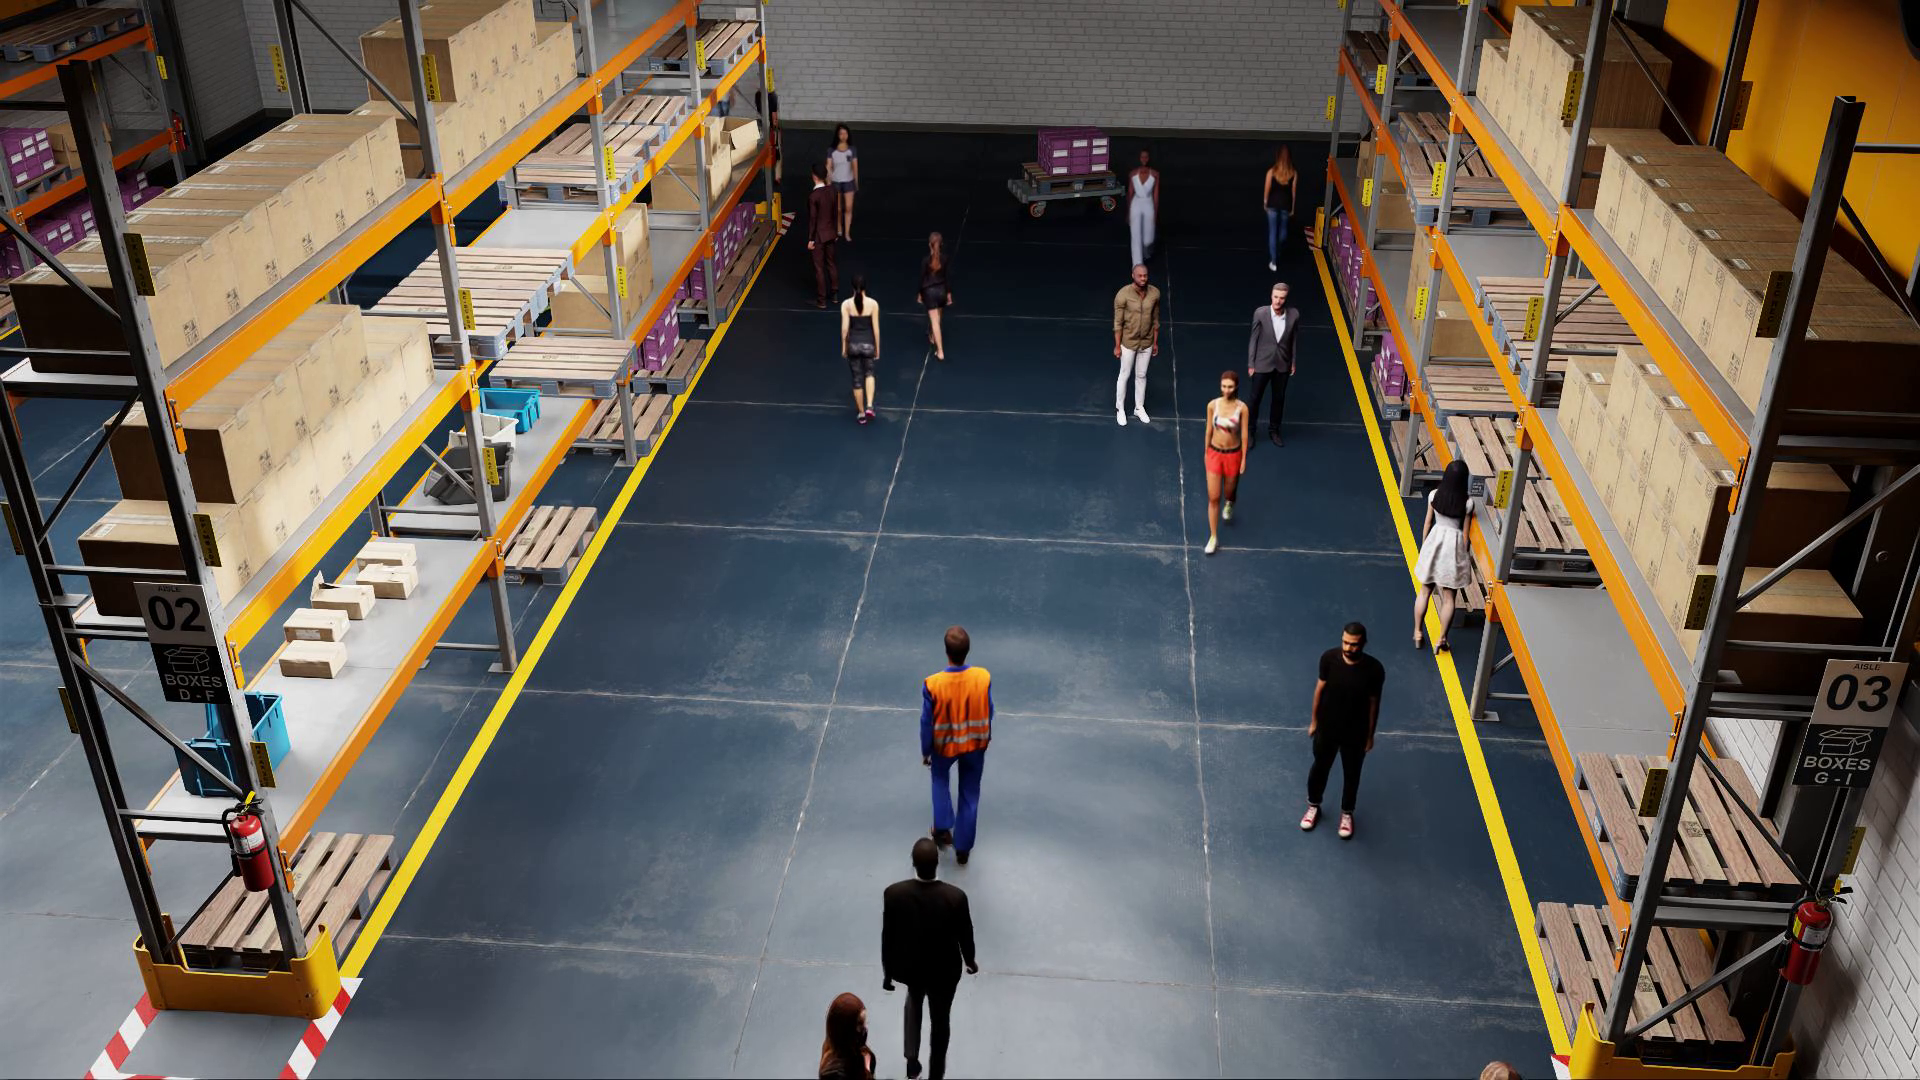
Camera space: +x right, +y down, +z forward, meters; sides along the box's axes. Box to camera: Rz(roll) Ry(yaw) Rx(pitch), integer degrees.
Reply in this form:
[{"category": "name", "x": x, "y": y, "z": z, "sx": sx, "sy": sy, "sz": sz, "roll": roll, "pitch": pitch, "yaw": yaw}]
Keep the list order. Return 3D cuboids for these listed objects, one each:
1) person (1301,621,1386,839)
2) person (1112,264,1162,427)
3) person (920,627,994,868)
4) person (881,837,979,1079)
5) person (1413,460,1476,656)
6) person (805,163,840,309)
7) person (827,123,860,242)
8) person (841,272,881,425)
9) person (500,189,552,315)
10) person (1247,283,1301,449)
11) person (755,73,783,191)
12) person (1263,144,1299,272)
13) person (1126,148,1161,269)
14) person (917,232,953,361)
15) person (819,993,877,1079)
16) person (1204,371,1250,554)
[{"category": "person", "x": 2.767, "y": 1.330, "z": 11.960, "sx": 0.701, "sy": 1.754, "sz": 0.688, "roll": 11, "pitch": 31, "yaw": 20}, {"category": "person", "x": 1.934, "y": -2.177, "z": 18.314, "sx": 0.796, "sy": 1.825, "sz": 0.737, "roll": -9, "pitch": 30, "yaw": -15}, {"category": "person", "x": 0.008, "y": 1.488, "z": 11.571, "sx": 0.757, "sy": 1.847, "sz": 0.762, "roll": -4, "pitch": 29, "yaw": -6}, {"category": "person", "x": -0.201, "y": 2.555, "z": 9.678, "sx": 0.721, "sy": 1.788, "sz": 0.678, "roll": 6, "pitch": 29, "yaw": 11}, {"category": "person", "x": 4.116, "y": 0.140, "z": 14.125, "sx": 0.775, "sy": 1.769, "sz": 0.797, "roll": 18, "pitch": 33, "yaw": 30}, {"category": "person", "x": -1.779, "y": -3.945, "z": 21.515, "sx": 0.840, "sy": 1.864, "sz": 0.731, "roll": 21, "pitch": 35, "yaw": 33}, {"category": "person", "x": -1.700, "y": -5.165, "z": 23.926, "sx": 0.679, "sy": 1.696, "sz": 0.699, "roll": -6, "pitch": 29, "yaw": -10}, {"category": "person", "x": -1.086, "y": -2.053, "z": 18.199, "sx": 0.652, "sy": 1.718, "sz": 0.728, "roll": -4, "pitch": 29, "yaw": -8}, {"category": "person", "x": -5.578, "y": -3.808, "z": 21.290, "sx": 0.637, "sy": 1.838, "sz": 0.554, "roll": 4, "pitch": 29, "yaw": 7}, {"category": "person", "x": 3.335, "y": -1.890, "z": 17.775, "sx": 0.749, "sy": 1.838, "sz": 0.668, "roll": -3, "pitch": 29, "yaw": -5}, {"category": "person", "x": -2.931, "y": -6.425, "z": 26.081, "sx": 0.762, "sy": 1.844, "sz": 0.768, "roll": 17, "pitch": 33, "yaw": 29}, {"category": "person", "x": 4.373, "y": -4.503, "z": 22.730, "sx": 0.584, "sy": 1.680, "sz": 1.020, "roll": 2, "pitch": 29, "yaw": 3}, {"category": "person", "x": 2.475, "y": -4.431, "z": 22.502, "sx": 0.637, "sy": 1.771, "sz": 0.806, "roll": 6, "pitch": 29, "yaw": 11}, {"category": "person", "x": -0.284, "y": -2.913, "z": 19.987, "sx": 0.821, "sy": 1.514, "sz": 1.106, "roll": -9, "pitch": 30, "yaw": -15}, {"category": "person", "x": -0.615, "y": 3.069, "z": 8.820, "sx": 0.673, "sy": 1.707, "sz": 0.472, "roll": 1, "pitch": 29, "yaw": 2}, {"category": "person", "x": 2.544, "y": -0.798, "z": 15.847, "sx": 0.764, "sy": 1.767, "sz": 1.111, "roll": 10, "pitch": 30, "yaw": 17}]
